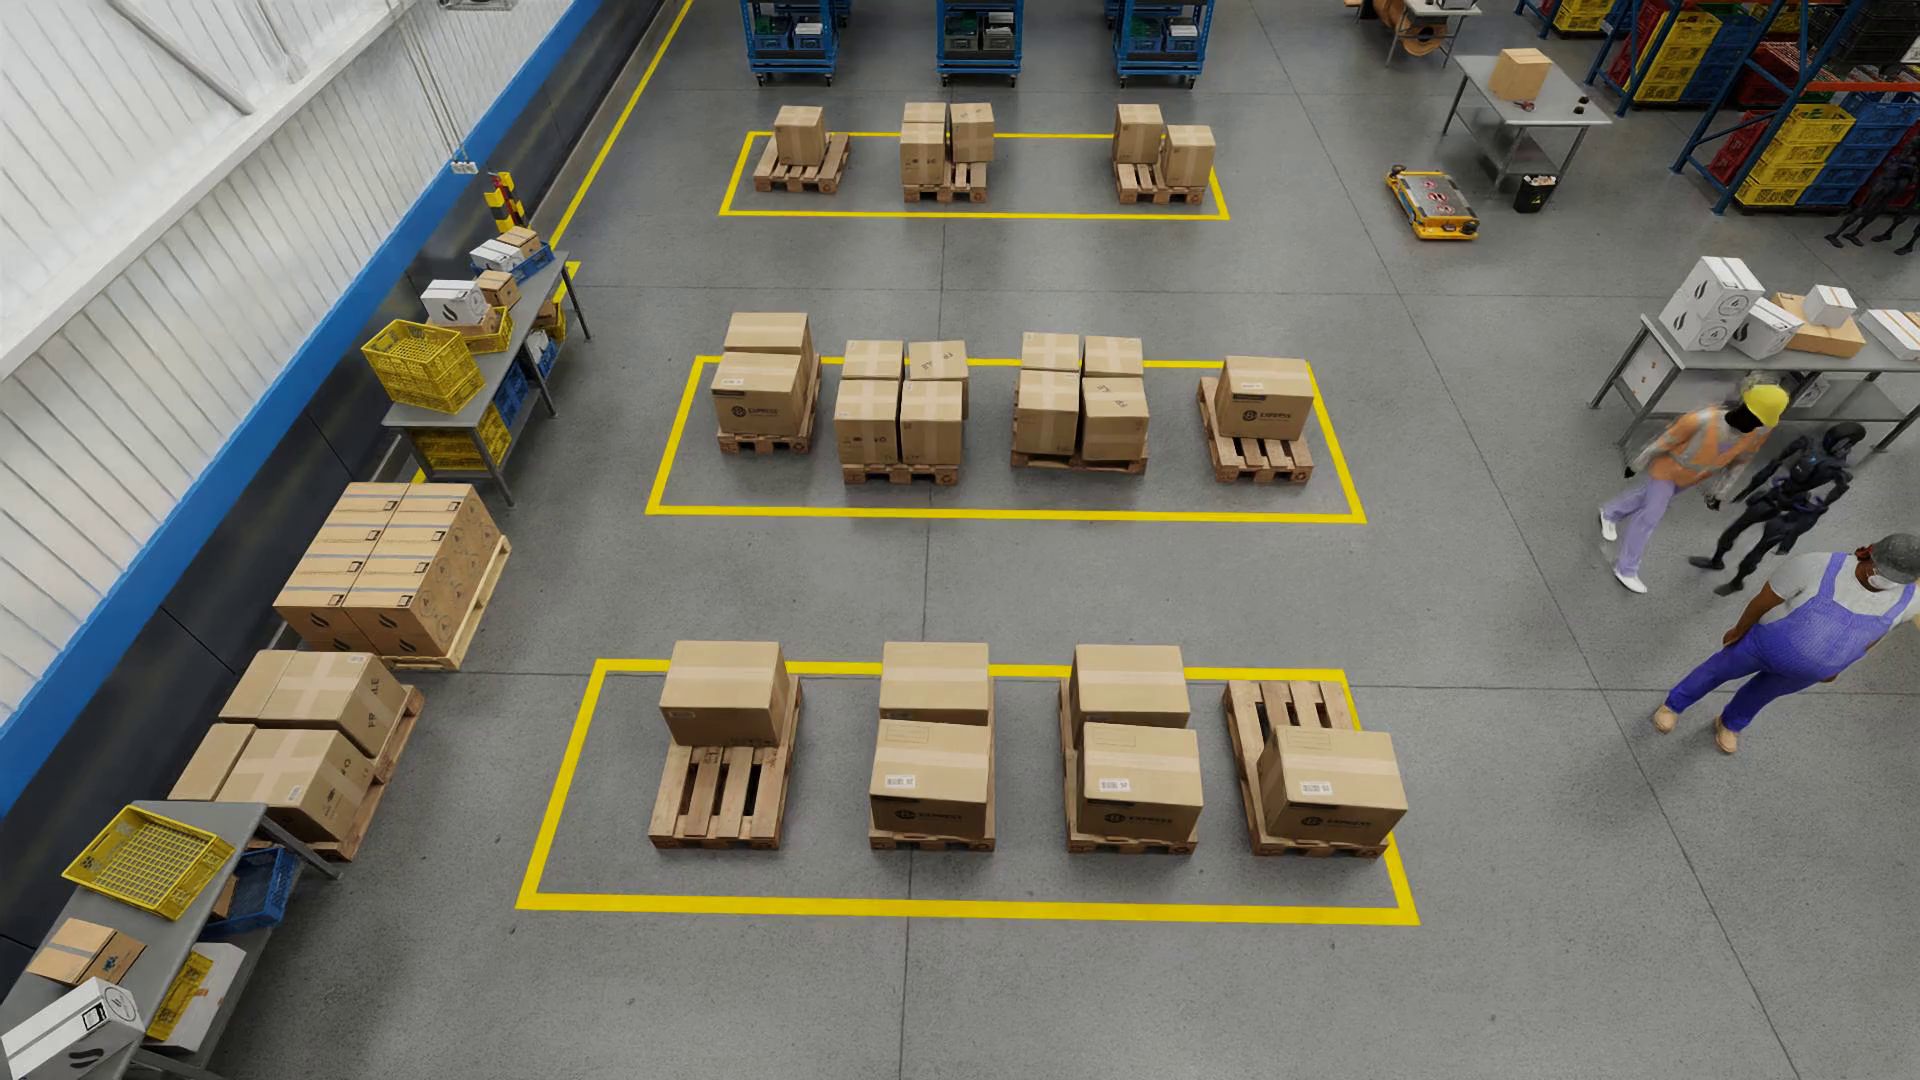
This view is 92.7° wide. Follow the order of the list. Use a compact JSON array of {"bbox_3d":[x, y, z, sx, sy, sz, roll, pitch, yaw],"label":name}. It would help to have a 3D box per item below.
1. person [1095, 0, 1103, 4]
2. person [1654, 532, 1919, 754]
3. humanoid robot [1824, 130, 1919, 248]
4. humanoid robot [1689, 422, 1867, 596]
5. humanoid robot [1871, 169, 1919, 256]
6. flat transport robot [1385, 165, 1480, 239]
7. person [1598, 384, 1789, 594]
[{"bbox_3d":[2.483,-9.856,14.997,0.397,1.883,0.598,22,53,18],"label":"person"},{"bbox_3d":[5.255,0.684,5.770,0.682,2.000,0.539,21,52,17],"label":"person"},{"bbox_3d":[10.325,-3.987,10.052,0.564,1.651,0.352,-8,50,-7],"label":"humanoid robot"},{"bbox_3d":[6.073,-0.224,6.799,0.365,1.652,0.599,-5,49,-5],"label":"humanoid robot"},{"bbox_3d":[10.785,-3.949,10.018,0.338,1.651,0.578,-13,50,-11],"label":"humanoid robot"},{"bbox_3d":[5.692,-4.094,11.059,0.652,0.197,1.431,1,49,1],"label":"flat transport robot"},{"bbox_3d":[5.428,-0.461,6.869,0.592,1.867,0.969,2,49,2],"label":"person"}]
